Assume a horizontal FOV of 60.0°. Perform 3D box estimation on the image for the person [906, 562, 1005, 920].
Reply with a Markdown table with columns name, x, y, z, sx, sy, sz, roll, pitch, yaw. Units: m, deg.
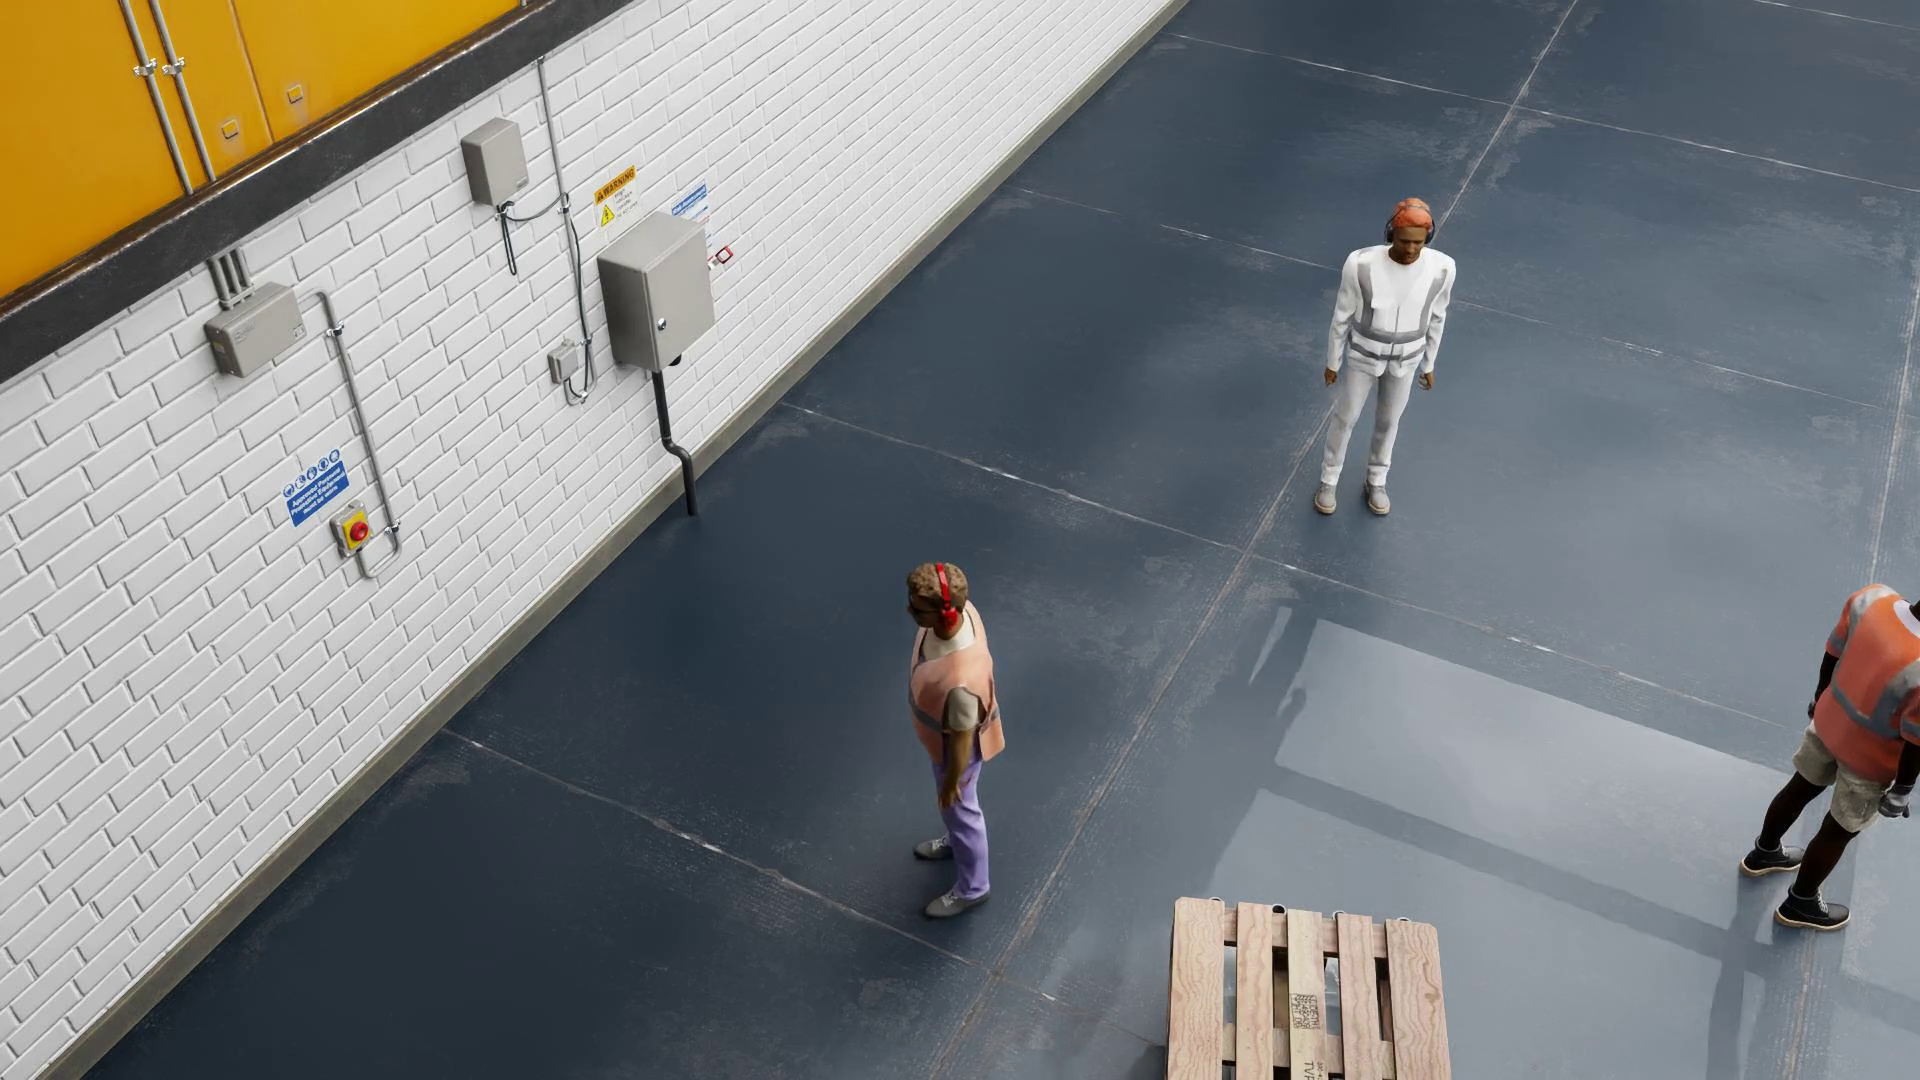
| name | x | y | z | sx | sy | sz | roll | pitch | yaw |
| --- | --- | --- | --- | --- | --- | --- | --- | --- | --- |
| person | -0.018 | 0.796 | 6.716 | 0.378 | 1.835 | 0.564 | -6 | 41 | -6 |

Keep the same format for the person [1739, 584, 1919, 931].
| name | x | y | z | sx | sy | sz | roll | pitch | yaw |
| --- | --- | --- | --- | --- | --- | --- | --- | --- | --- |
| person | 3.611 | 0.785 | 6.629 | 0.362 | 1.963 | 0.612 | -6 | 41 | -7 |

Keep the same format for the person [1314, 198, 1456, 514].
| name | x | y | z | sx | sy | sz | roll | pitch | yaw |
| --- | --- | --- | --- | --- | --- | --- | --- | --- | --- |
| person | 2.202 | -0.939 | 8.690 | 0.582 | 1.883 | 0.338 | 2 | 41 | 2 |
